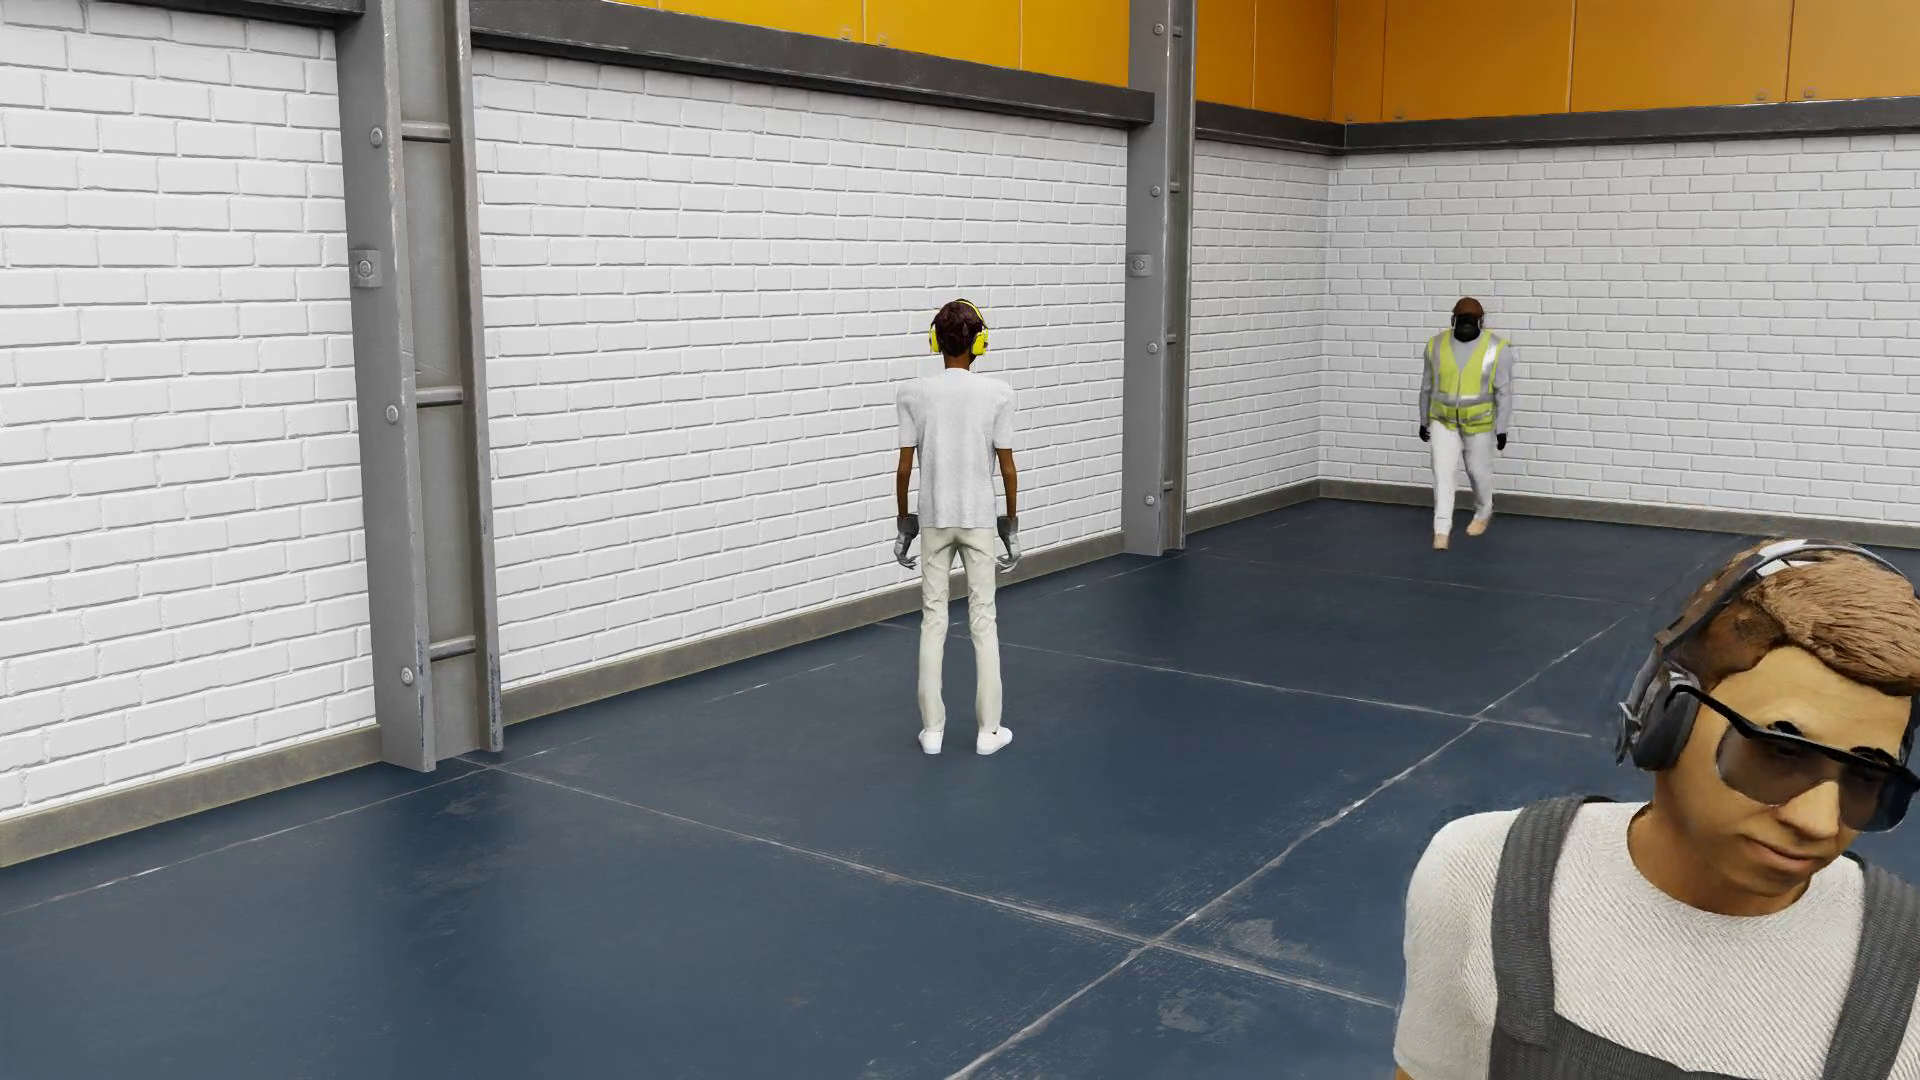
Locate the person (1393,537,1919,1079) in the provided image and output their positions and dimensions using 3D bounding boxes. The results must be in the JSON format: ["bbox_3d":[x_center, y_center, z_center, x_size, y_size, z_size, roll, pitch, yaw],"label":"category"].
[{"bbox_3d":[0.607,0.878,1.519,0.545,1.799,0.775,4,10,22],"label":"person"}]

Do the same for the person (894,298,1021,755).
[{"bbox_3d":[-0.013,-0.047,6.831,0.526,1.869,0.315,1,10,7],"label":"person"}]

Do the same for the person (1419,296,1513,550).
[{"bbox_3d":[3.628,-0.857,11.928,0.657,1.792,0.921,5,11,26],"label":"person"}]
